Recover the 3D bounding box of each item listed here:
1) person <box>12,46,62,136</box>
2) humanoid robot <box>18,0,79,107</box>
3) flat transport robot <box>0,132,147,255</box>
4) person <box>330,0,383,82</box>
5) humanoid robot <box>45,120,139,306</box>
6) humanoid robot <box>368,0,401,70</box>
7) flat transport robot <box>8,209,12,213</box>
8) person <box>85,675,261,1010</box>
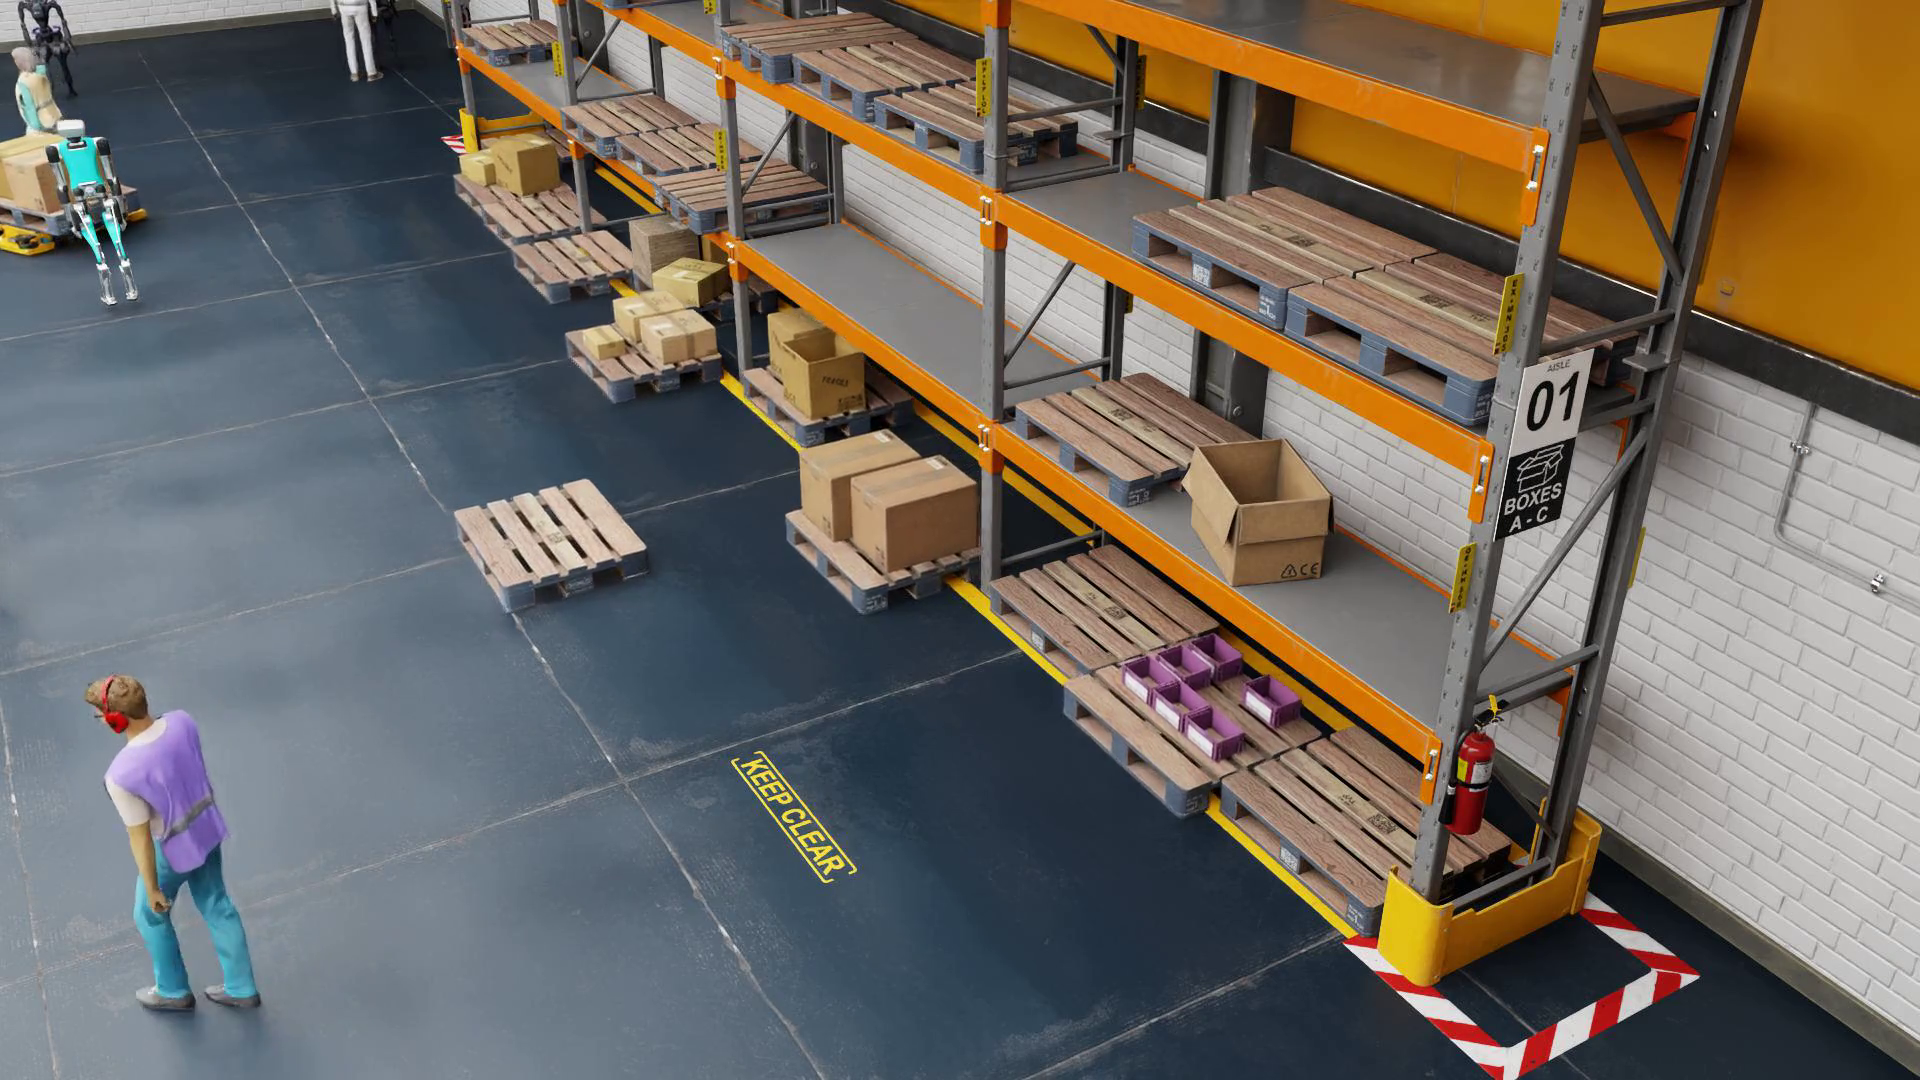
[{"bbox_3d":[-10.064,-4.580,18.293,0.869,1.670,0.468,4,30,8],"label":"person"},{"bbox_3d":[-11.892,-6.503,21.744,0.602,1.626,0.837,-7,30,-12],"label":"humanoid robot"},{"bbox_3d":[-9.399,-3.330,17.511,0.659,0.231,1.431,15,33,24],"label":"flat transport robot"},{"bbox_3d":[-8.301,-7.254,22.815,0.611,1.877,0.367,-2,30,-3],"label":"person"},{"bbox_3d":[-7.889,-2.948,15.210,0.533,1.677,0.735,-16,33,-26],"label":"humanoid robot"},{"bbox_3d":[-8.230,-7.504,23.441,0.599,1.653,0.315,-16,33,-26],"label":"humanoid robot"},{"bbox_3d":[-10.537,-3.562,17.919,0.659,0.231,1.431,-4,30,-8],"label":"flat transport robot"},{"bbox_3d":[-3.652,1.397,7.590,0.693,1.812,0.576,7,30,12],"label":"person"}]
